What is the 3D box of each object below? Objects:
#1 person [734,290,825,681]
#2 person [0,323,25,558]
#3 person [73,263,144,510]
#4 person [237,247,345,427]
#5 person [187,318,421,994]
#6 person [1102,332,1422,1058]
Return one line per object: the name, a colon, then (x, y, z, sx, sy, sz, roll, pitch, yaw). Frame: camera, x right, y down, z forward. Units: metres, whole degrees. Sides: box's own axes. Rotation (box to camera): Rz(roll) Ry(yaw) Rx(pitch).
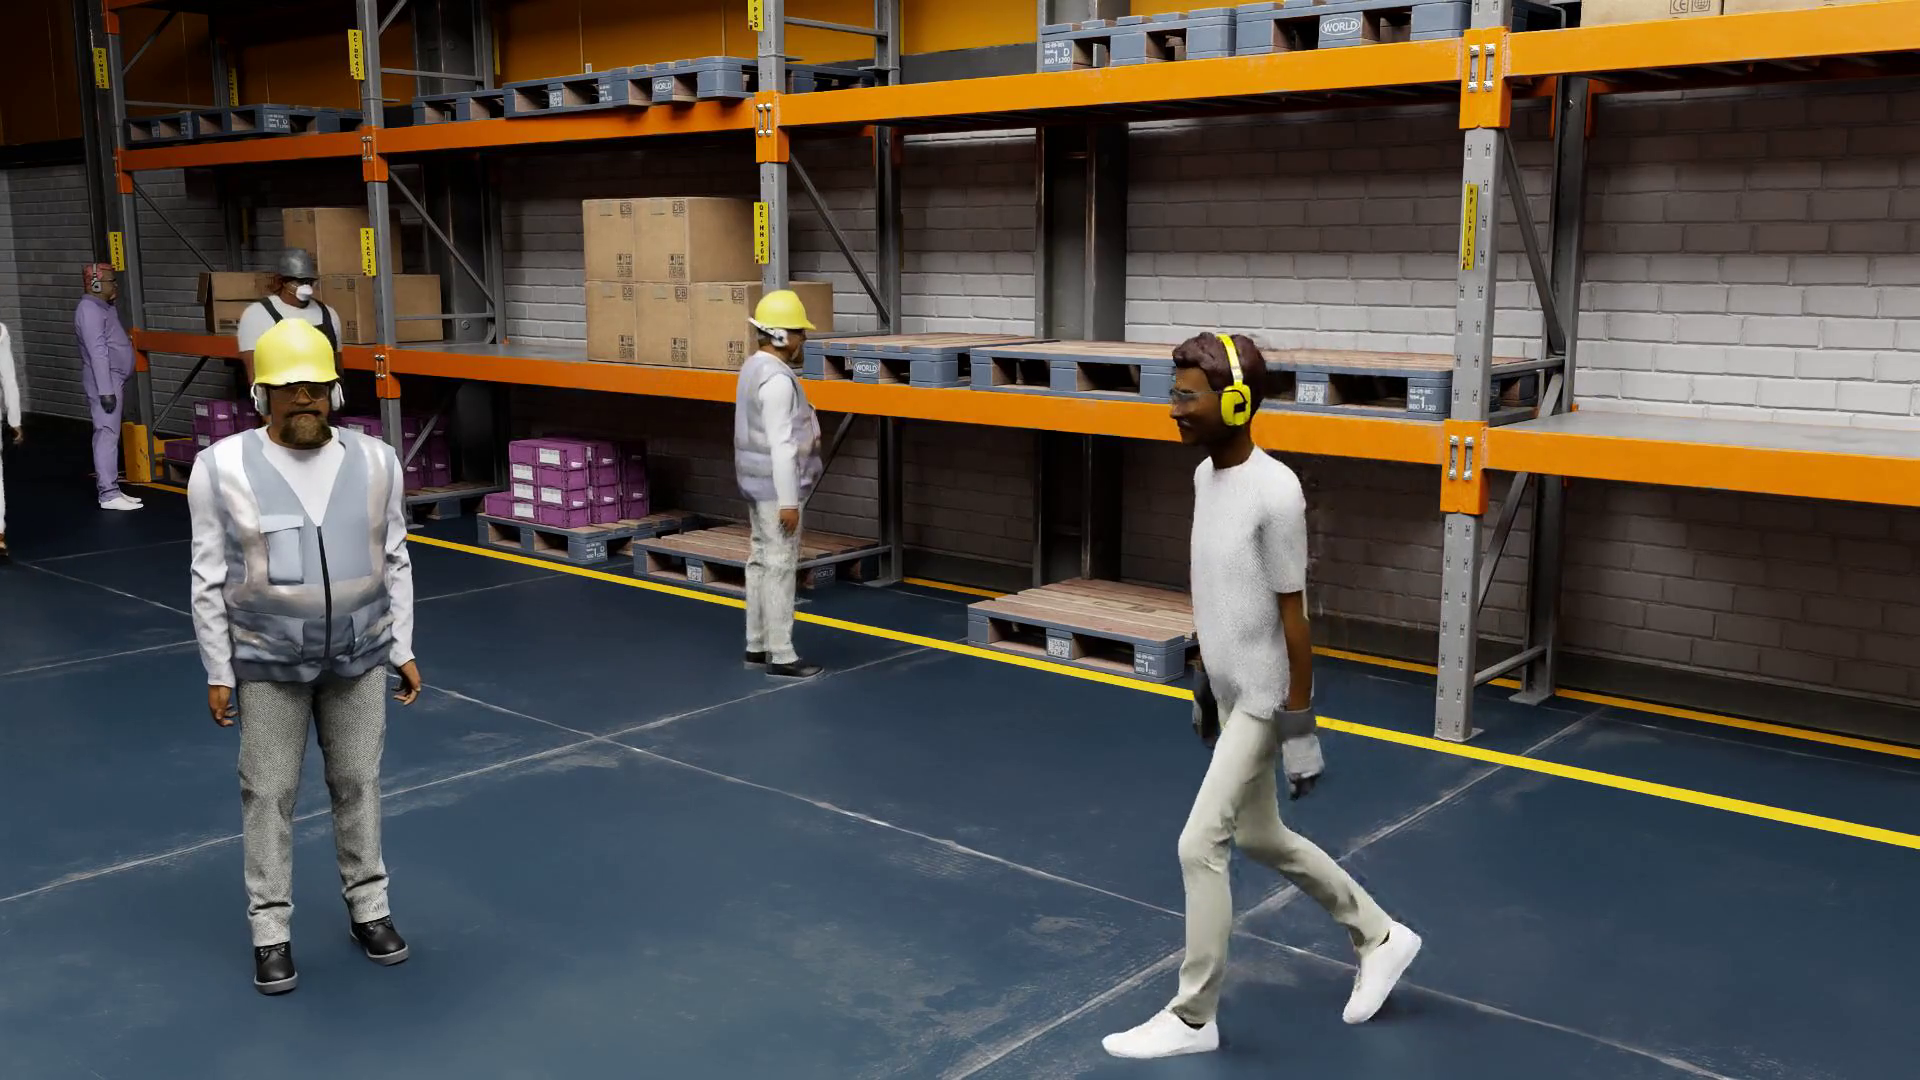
person: (-0.850, -0.256, 7.835, 0.404, 1.830, 0.599, -3, 11, -19)
person: (-6.270, -0.744, 10.493, 0.613, 1.871, 0.414, -9, 13, -42)
person: (-6.610, -1.186, 12.918, 0.409, 1.909, 0.641, -5, 11, -27)
person: (-4.300, -0.893, 10.867, 0.537, 2.000, 0.700, 9, 13, 42)
person: (-1.786, 0.311, 4.597, 0.589, 1.834, 0.403, -7, 12, -35)
person: (0.803, 0.392, 4.177, 0.832, 1.836, 0.531, -2, 10, -11)
